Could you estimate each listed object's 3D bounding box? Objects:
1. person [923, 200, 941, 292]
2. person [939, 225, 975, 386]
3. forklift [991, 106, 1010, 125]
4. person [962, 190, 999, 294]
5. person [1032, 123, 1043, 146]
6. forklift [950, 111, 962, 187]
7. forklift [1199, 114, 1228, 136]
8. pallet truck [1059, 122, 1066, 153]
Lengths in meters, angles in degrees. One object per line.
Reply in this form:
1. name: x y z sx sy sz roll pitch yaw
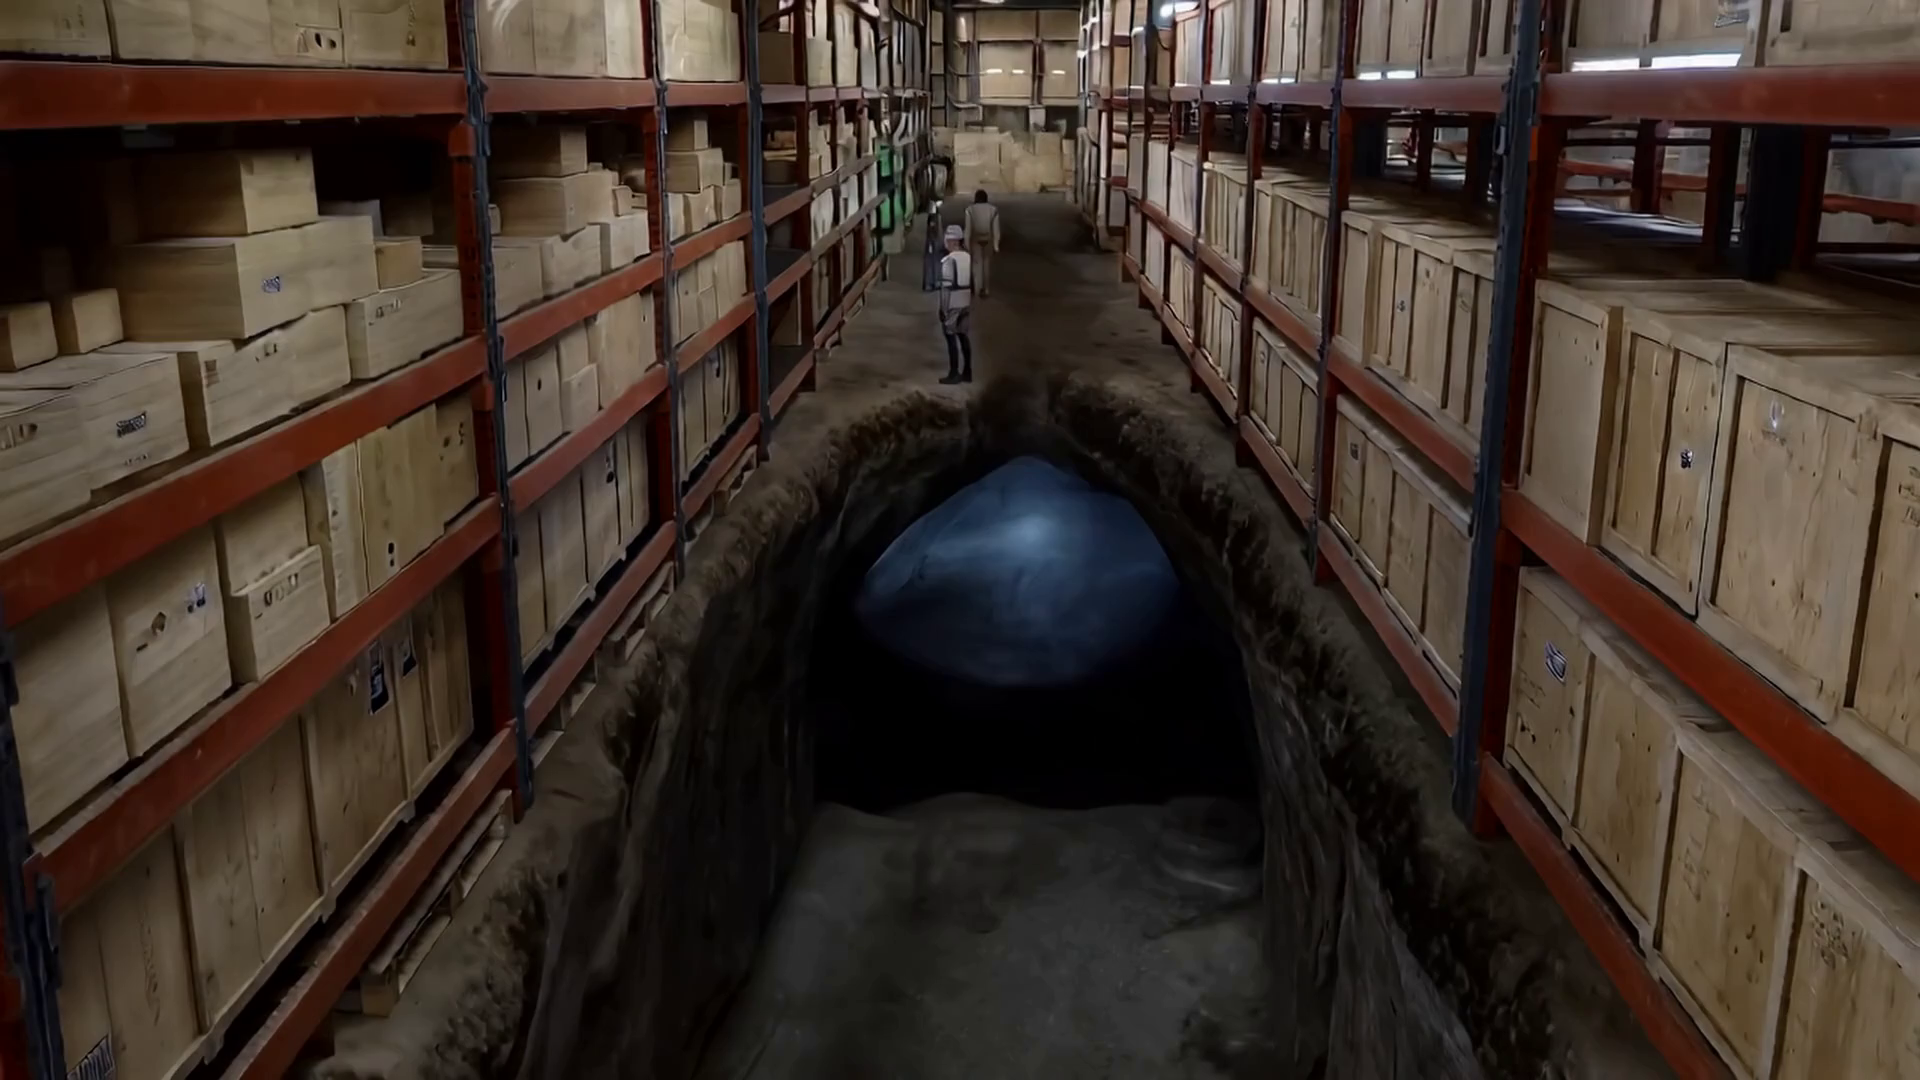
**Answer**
1. person: -0.490 -5.248 29.702 0.279 1.625 0.493 8 17 27
2. person: -0.066 -2.843 20.187 0.390 1.930 0.539 12 19 37
3. forklift: 2.031 -20.416 83.754 1.129 2.768 1.873 -5 16 -17
4. person: 0.358 -5.302 29.552 0.641 1.805 0.892 -2 15 -6
5. person: 4.079 -20.947 87.538 0.596 1.925 0.372 5 16 19
6. forklift: -0.125 -14.565 61.982 1.873 2.768 1.129 0 15 2
7. forklift: 8.014 -12.148 52.992 1.129 2.768 1.873 0 15 2
8. pallet truck: 5.788 -21.111 88.014 1.885 1.965 0.823 5 16 18
